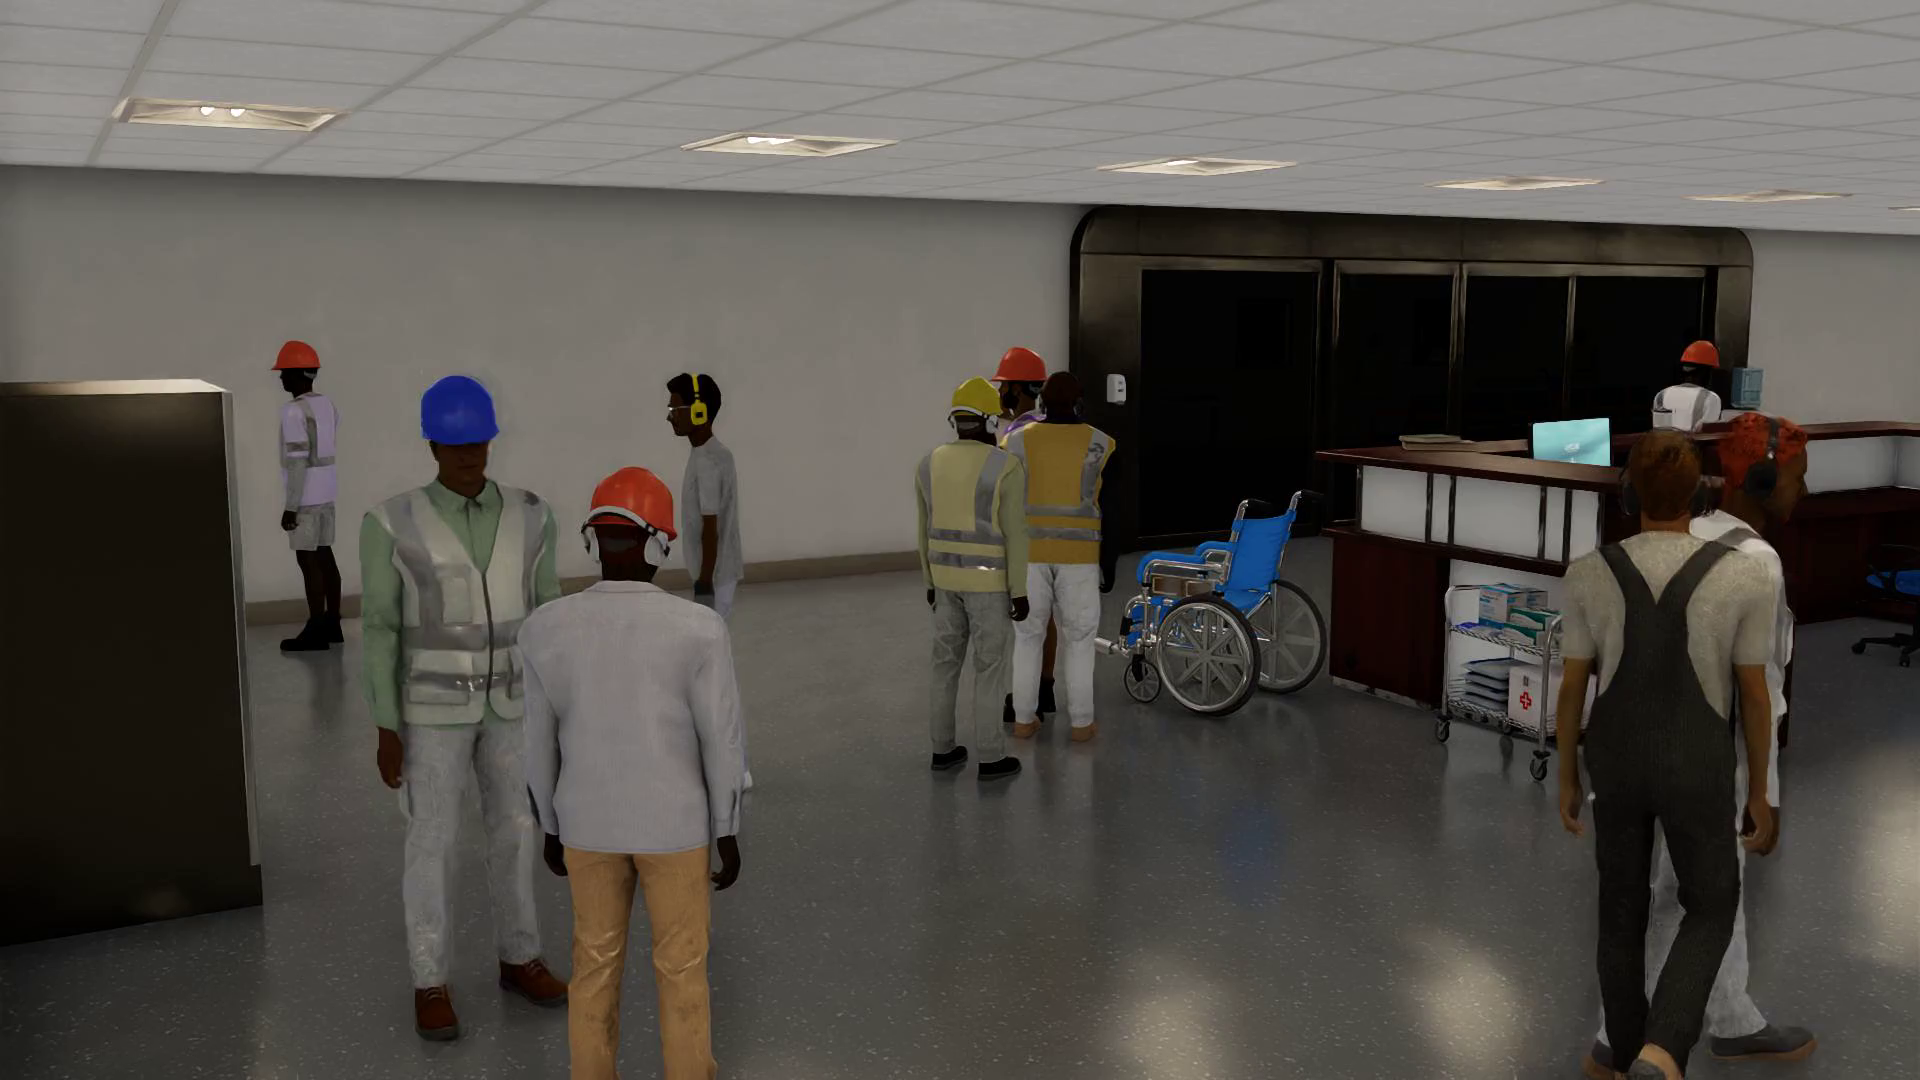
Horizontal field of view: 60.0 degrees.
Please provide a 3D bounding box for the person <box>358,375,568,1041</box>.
[{"bbox_3d":[-1.440,0.490,4.937,0.629,1.937,0.412,-6,10,-38],"label":"person"}]

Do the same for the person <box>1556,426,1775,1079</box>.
[{"bbox_3d":[1.799,0.625,4.287,0.539,1.833,0.586,5,9,32],"label":"person"}]

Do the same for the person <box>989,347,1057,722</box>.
[{"bbox_3d":[0.325,-0.023,8.610,0.366,1.939,0.542,3,9,23],"label":"person"}]

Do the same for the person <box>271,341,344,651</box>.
[{"bbox_3d":[-4.102,-0.274,10.426,0.357,1.937,0.551,1,8,4],"label":"person"}]

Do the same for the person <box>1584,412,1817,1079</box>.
[{"bbox_3d":[2.081,0.580,4.575,0.540,1.889,0.605,1,8,7],"label":"person"}]

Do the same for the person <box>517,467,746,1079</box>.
[{"bbox_3d":[-0.797,0.689,4.154,0.560,1.743,0.334,1,8,9],"label":"person"}]

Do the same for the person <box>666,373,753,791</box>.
[{"bbox_3d":[-1.106,0.194,7.351,0.339,1.858,0.502,-1,8,-9],"label":"person"}]

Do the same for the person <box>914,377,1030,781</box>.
[{"bbox_3d":[0.071,0.175,7.605,0.593,1.826,0.404,6,10,36],"label":"person"}]

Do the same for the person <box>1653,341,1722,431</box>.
[{"bbox_3d":[5.313,-0.483,12.078,0.737,1.905,0.543,-5,10,-34],"label":"person"}]

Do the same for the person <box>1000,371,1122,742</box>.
[{"bbox_3d":[0.491,0.087,8.229,0.617,1.836,0.433,1,8,10],"label":"person"}]
